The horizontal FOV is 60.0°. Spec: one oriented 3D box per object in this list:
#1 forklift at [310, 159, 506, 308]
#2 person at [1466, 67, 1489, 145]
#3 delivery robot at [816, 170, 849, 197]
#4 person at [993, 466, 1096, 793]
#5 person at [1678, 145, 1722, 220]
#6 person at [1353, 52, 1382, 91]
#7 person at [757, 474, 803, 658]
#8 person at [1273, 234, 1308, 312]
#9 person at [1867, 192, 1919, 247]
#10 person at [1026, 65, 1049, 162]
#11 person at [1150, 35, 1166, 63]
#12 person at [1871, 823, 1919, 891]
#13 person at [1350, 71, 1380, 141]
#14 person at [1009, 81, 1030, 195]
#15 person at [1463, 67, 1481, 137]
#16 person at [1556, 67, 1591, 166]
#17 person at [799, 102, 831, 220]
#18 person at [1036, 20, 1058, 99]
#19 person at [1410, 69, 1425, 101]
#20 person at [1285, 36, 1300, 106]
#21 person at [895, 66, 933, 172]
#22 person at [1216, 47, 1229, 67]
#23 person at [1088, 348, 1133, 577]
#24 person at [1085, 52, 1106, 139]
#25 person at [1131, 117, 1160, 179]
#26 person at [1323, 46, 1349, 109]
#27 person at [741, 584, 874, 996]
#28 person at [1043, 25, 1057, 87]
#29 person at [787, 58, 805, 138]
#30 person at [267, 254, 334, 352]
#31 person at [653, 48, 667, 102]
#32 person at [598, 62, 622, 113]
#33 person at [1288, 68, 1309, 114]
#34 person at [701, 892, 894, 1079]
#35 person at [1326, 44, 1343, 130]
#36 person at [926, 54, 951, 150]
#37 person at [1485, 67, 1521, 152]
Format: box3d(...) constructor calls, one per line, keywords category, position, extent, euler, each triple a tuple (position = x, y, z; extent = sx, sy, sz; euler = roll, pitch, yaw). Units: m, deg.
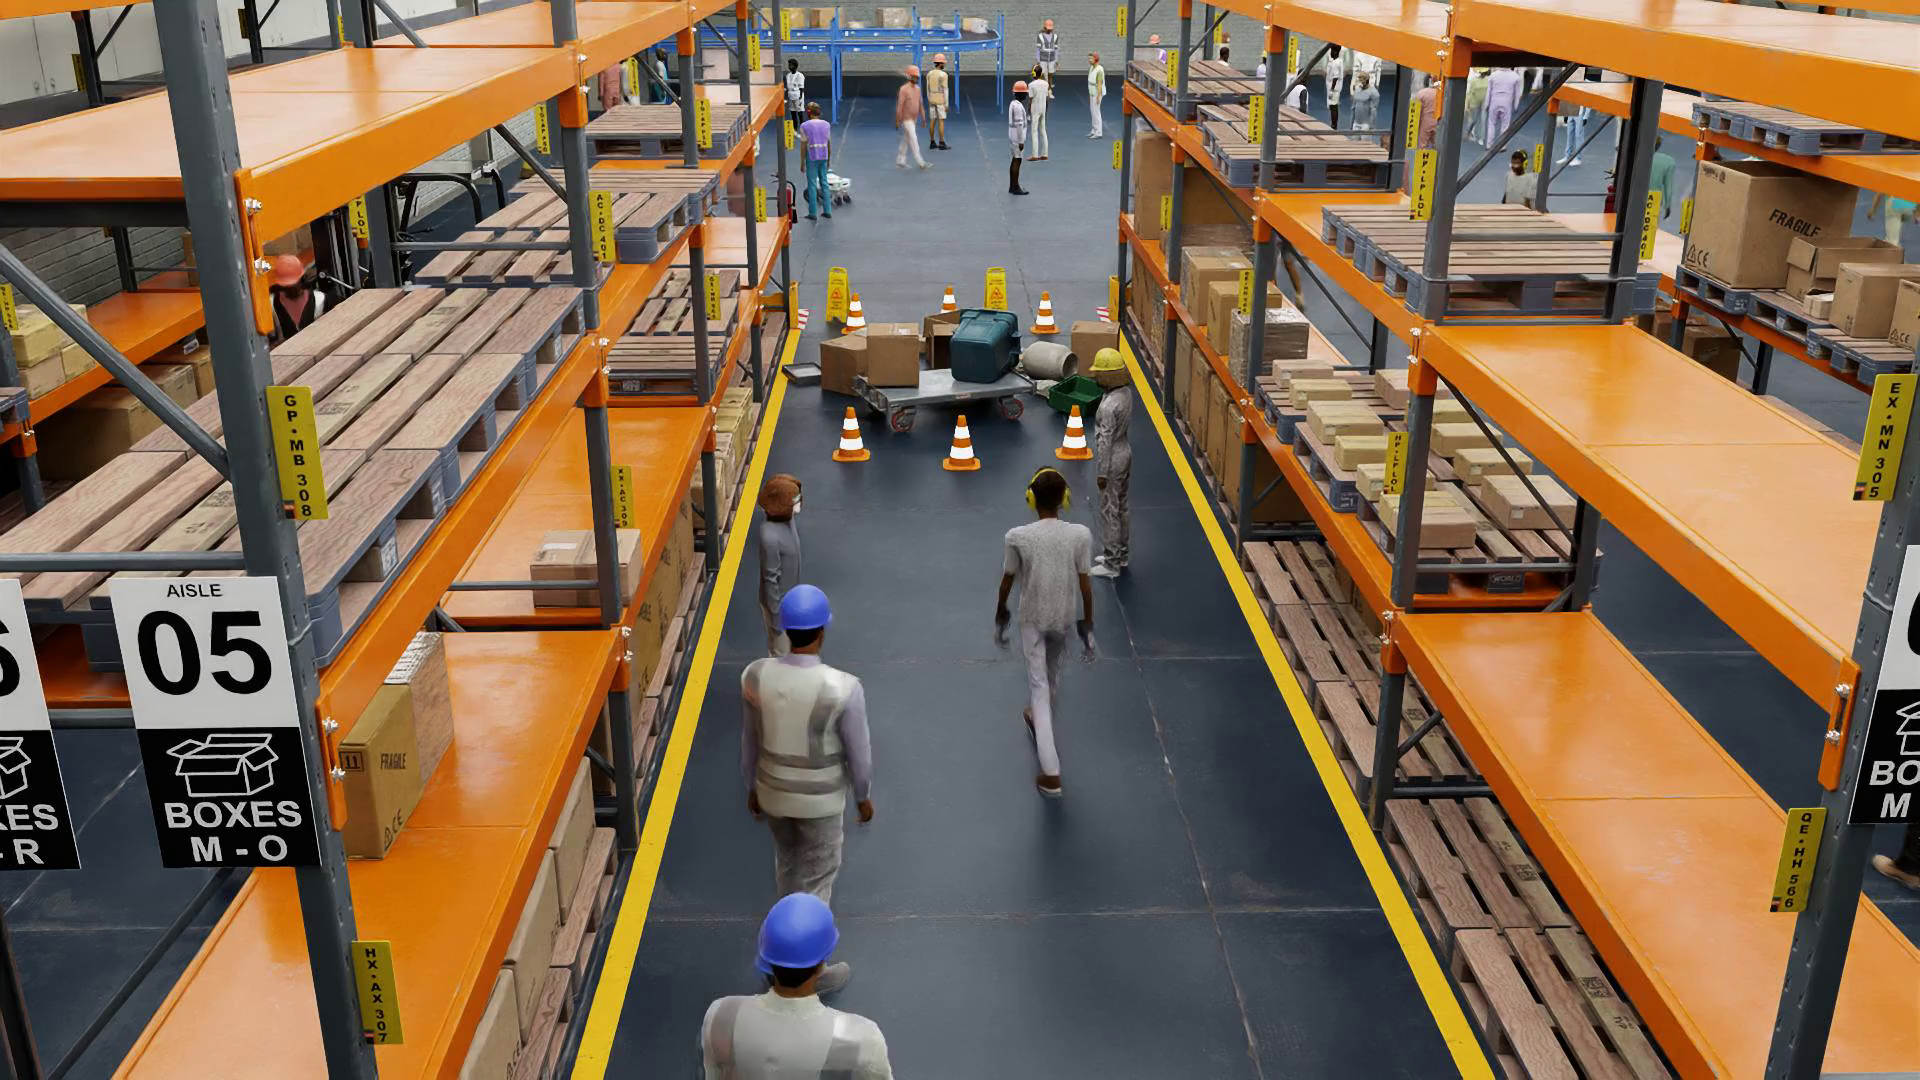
box3d(category="forklift", position=(-5.622, -2.910, 17.832), extent=(2.313, 2.155, 1.214), euler=(-1, 21, -1))
box3d(category="person", position=(11.062, -9.317, 35.415), extent=(0.528, 1.724, 0.695), euler=(1, 21, 4))
box3d(category="delivery robot", position=(-2.235, -6.052, 28.286), extent=(0.707, 0.478, 0.477), euler=(12, 24, 28))
box3d(category="person", position=(0.480, 0.464, 9.449), extent=(0.538, 1.818, 1.016), euler=(-5, 21, -12))
box3d(category="person", position=(9.427, -4.099, 21.188), extent=(0.534, 2.000, 0.796), euler=(7, 22, 19))
box3d(category="person", position=(9.292, -10.465, 38.015), extent=(0.609, 2.040, 0.395), euler=(5, 21, 12))
box3d(category="person", position=(-1.058, 0.372, 9.953), extent=(0.288, 1.623, 0.507), euler=(3, 21, 7))
box3d(category="person", position=(3.921, -3.749, 20.297), extent=(0.640, 2.015, 0.512), euler=(-8, 22, -20))
box3d(category="person", position=(12.620, -4.469, 22.489), extent=(0.569, 1.806, 0.768), euler=(-4, 21, -11))
box3d(category="person", position=(1.535, -8.449, 32.947), extent=(0.507, 1.861, 0.328), euler=(-16, 26, -36))
box3d(category="person", position=(4.661, -11.135, 39.949), extent=(0.538, 1.930, 0.378), euler=(7, 22, 17))
box3d(category="person", position=(4.971, 0.878, 8.328), extent=(0.509, 1.837, 0.357), euler=(-7, 22, -19))
box3d(category="person", position=(7.492, -7.726, 30.940), extent=(0.382, 1.928, 0.638), euler=(-11, 23, -27))
box3d(category="person", position=(1.038, -7.024, 29.063), extent=(0.360, 1.936, 0.552), euler=(-3, 21, -9))
box3d(category="person", position=(11.199, -9.782, 36.492), extent=(0.564, 1.837, 0.388), euler=(-3, 21, -7))
box3d(category="person", position=(12.052, -8.292, 32.441), extent=(0.391, 1.920, 0.588), euler=(-9, 23, -23))
box3d(category="person", position=(-2.304, -6.092, 26.750), extent=(0.564, 1.835, 0.406), euler=(-15, 26, -35))
box3d(category="person", position=(2.307, -12.648, 43.795), extent=(0.605, 2.034, 0.388), euler=(-7, 22, -17))
box3d(category="person", position=(10.065, -9.881, 36.732), extent=(0.576, 1.846, 0.536), euler=(-9, 22, -22))
box3d(category="person", position=(7.944, -11.144, 40.028), extent=(0.584, 1.882, 0.347), euler=(-14, 25, -33))
box3d(category="person", position=(-0.864, -8.011, 31.667), extent=(1.015, 1.937, 0.630), euler=(13, 24, 30))
box3d(category="person", position=(5.726, -9.898, 36.710), extent=(0.408, 1.907, 0.597), euler=(-8, 22, -20))
box3d(category="person", position=(1.099, -0.572, 12.300), extent=(0.322, 1.734, 0.488), euler=(8, 22, 20))
box3d(category="person", position=(2.974, -9.681, 36.233), extent=(0.381, 1.836, 0.568), euler=(-4, 21, -11))
box3d(category="person", position=(3.420, -7.559, 30.498), extent=(0.609, 1.930, 0.533), euler=(15, 25, 35))
box3d(category="person", position=(9.449, -11.821, 41.812), extent=(0.600, 1.901, 1.018), euler=(14, 25, 33))
box3d(category="person", position=(-0.677, 1.127, 7.569), extent=(0.616, 1.917, 0.648), euler=(11, 23, 26))
box3d(category="person", position=(2.520, -13.693, 46.969), extent=(0.387, 1.730, 0.512), euler=(12, 24, 28))
box3d(category="person", position=(-3.599, -9.647, 36.347), extent=(0.535, 1.690, 0.319), euler=(19, 28, 41))
box3d(category="person", position=(-5.711, -1.531, 14.464), extent=(0.657, 2.010, 0.818), euler=(-6, 22, -16))
box3d(category="person", position=(-6.672, -10.054, 37.200), extent=(0.326, 1.843, 0.517), euler=(-6, 22, -15))
box3d(category="person", position=(-7.681, -9.822, 36.501), extent=(0.654, 1.906, 0.408), euler=(-19, 28, -41))
box3d(category="person", position=(6.417, -7.984, 31.635), extent=(0.391, 1.914, 0.587), euler=(-6, 21, -14))
box3d(category="person", position=(-0.484, 1.983, 5.323), extent=(0.639, 1.893, 1.021), euler=(6, 22, 16))
box3d(category="person", position=(8.302, -10.024, 36.951), extent=(0.361, 1.964, 0.616), euler=(8, 22, 20))
box3d(category="person", position=(-0.442, -9.098, 34.550), extent=(0.547, 1.934, 0.376), euler=(17, 27, 38))
box3d(category="person", position=(11.154, -8.940, 34.208), extent=(0.664, 1.888, 0.399), euler=(7, 22, 18))
